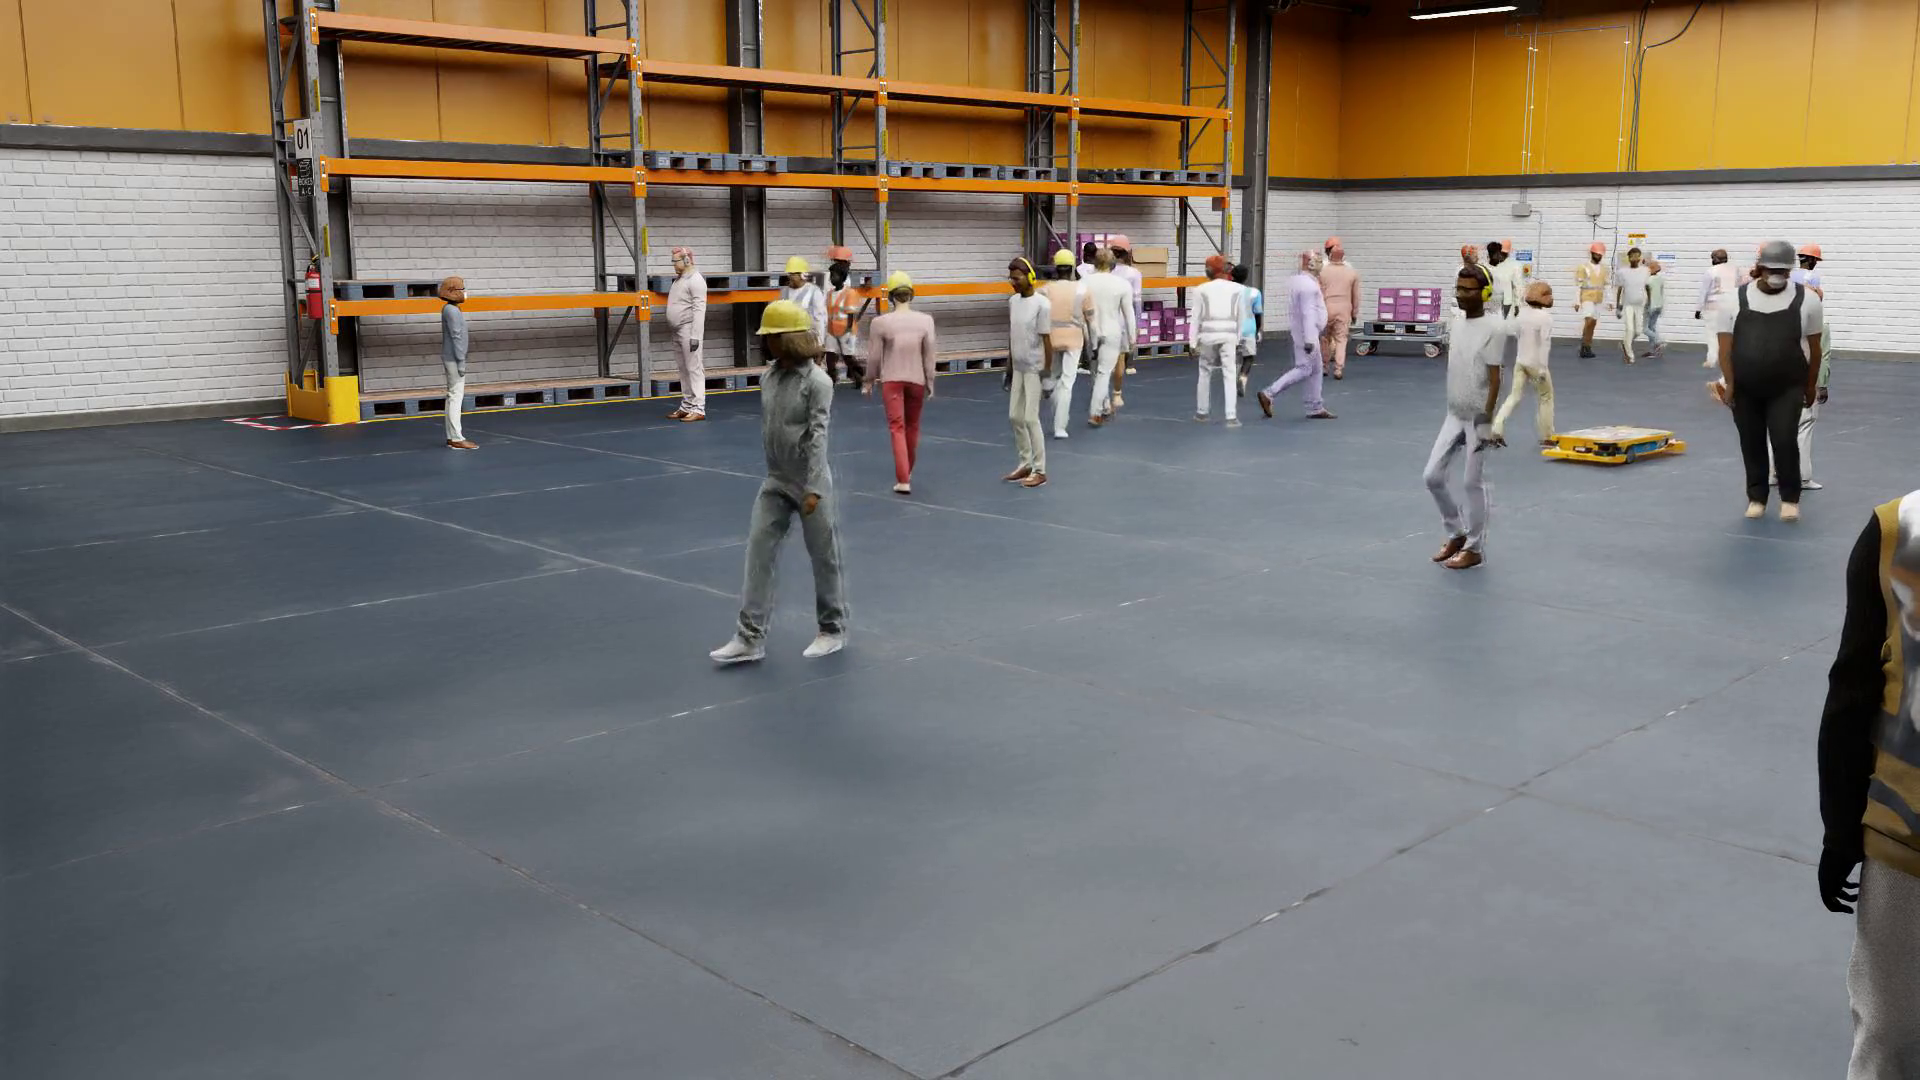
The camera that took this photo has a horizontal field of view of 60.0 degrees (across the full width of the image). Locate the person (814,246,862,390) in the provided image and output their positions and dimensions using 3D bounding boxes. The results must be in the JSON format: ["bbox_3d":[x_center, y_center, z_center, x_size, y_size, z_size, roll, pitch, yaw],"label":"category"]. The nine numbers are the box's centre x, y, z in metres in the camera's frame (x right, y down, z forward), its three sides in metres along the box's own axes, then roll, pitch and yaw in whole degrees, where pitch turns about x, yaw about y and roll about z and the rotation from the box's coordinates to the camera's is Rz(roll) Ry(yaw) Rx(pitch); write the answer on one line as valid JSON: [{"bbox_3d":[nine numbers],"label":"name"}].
[{"bbox_3d":[-1.576,-2.854,21.578,0.558,1.881,1.033,10,14,42],"label":"person"}]

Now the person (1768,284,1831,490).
[{"bbox_3d":[6.700,-1.222,13.303,0.310,1.640,0.514,-5,12,-28],"label":"person"}]

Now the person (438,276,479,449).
[{"bbox_3d":[-4.786,-1.682,15.823,0.279,1.634,0.499,-5,11,-24],"label":"person"}]

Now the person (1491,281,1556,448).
[{"bbox_3d":[5.411,-1.660,15.832,0.835,1.599,0.515,-4,11,-21],"label":"person"}]

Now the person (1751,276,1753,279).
[{"bbox_3d":[11.149,-3.097,23.043,0.571,1.823,0.716,-3,11,-16],"label":"person"}]

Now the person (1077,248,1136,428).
[{"bbox_3d":[1.530,-2.152,17.716,0.651,1.890,1.033,4,11,22],"label":"person"}]

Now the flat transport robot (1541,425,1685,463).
[{"bbox_3d":[5.976,-0.883,15.187,1.431,0.197,0.652,-9,14,-41],"label":"flat transport robot"}]

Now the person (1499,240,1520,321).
[{"bbox_3d":[8.357,-3.703,25.997,0.690,1.934,0.992,7,13,35],"label":"person"}]

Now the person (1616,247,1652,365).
[{"bbox_3d":[10.616,-3.696,26.240,0.545,1.840,0.633,1,10,4],"label":"person"}]

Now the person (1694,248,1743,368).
[{"bbox_3d":[11.626,-3.550,25.497,0.660,1.820,0.436,-2,11,-12],"label":"person"}]

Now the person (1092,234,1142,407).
[{"bbox_3d":[1.827,-2.562,19.544,0.648,2.029,0.469,5,11,23],"label":"person"}]

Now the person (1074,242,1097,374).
[{"bbox_3d":[1.913,-3.398,24.410,0.591,1.919,0.391,-8,13,-37],"label":"person"}]

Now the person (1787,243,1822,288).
[{"bbox_3d":[10.132,-2.598,20.019,0.372,1.928,0.543,-3,11,-17],"label":"person"}]

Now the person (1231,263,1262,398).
[{"bbox_3d":[3.435,-2.563,20.481,0.541,1.679,0.634,3,11,18],"label":"person"}]

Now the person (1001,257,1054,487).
[{"bbox_3d":[0.573,-1.357,13.459,0.473,1.851,0.605,-7,13,-35],"label":"person"}]

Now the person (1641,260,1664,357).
[{"bbox_3d":[11.482,-3.817,27.520,0.534,1.608,0.454,-7,12,-33],"label":"person"}]

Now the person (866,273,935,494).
[{"bbox_3d":[-0.487,-1.255,13.251,0.532,1.720,0.813,-3,11,-16],"label":"person"}]

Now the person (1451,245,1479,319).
[{"bbox_3d":[7.004,-3.140,23.102,0.358,1.882,0.574,4,11,20],"label":"person"}]

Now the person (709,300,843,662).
[{"bbox_3d":[-0.838,-0.252,7.807,0.504,1.712,0.799,8,13,37],"label":"person"}]

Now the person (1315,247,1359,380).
[{"bbox_3d":[5.329,-3.219,23.626,0.667,1.851,0.997,1,10,8],"label":"person"}]

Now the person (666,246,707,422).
[{"bbox_3d":[-3.002,-2.248,18.183,0.409,1.903,0.639,-6,12,-30],"label":"person"}]

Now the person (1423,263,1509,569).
[{"bbox_3d":[3.063,-0.725,10.010,0.421,1.855,0.524,-6,12,-29],"label":"person"}]

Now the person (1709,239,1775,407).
[{"bbox_3d":[8.975,-2.401,18.805,0.726,1.979,0.610,4,11,23],"label":"person"}]

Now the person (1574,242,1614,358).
[{"bbox_3d":[10.470,-3.948,27.436,0.559,1.905,0.600,-3,11,-14],"label":"person"}]

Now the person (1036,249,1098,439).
[{"bbox_3d":[1.073,-1.980,16.801,0.605,1.870,1.001,3,11,17],"label":"person"}]

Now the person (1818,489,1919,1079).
[{"bbox_3d":[1.862,0.572,2.963,0.626,1.846,0.429,6,12,30],"label":"person"}]

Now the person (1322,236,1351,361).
[{"bbox_3d":[6.013,-3.891,26.852,0.628,2.013,0.918,-2,11,-8],"label":"person"}]

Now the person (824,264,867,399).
[{"bbox_3d":[-1.432,-2.580,20.610,0.536,1.672,0.698,9,14,40],"label":"person"}]

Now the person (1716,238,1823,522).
[{"bbox_3d":[5.705,-1.147,11.801,0.687,2.000,0.618,7,12,32],"label":"person"}]

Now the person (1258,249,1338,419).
[{"bbox_3d":[3.743,-2.252,18.283,0.821,1.879,0.647,1,10,7],"label":"person"}]

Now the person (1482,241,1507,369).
[{"bbox_3d":[7.989,-3.565,25.289,0.629,1.940,0.706,-7,13,-35],"label":"person"}]

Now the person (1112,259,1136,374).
[{"bbox_3d":[2.360,-3.341,24.296,0.508,1.846,0.345,3,11,17],"label":"person"}]

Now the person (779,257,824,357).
[{"bbox_3d":[-1.794,-2.276,18.656,0.608,1.789,0.933,7,13,35],"label":"person"}]

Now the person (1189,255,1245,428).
[{"bbox_3d":[2.755,-2.124,17.805,0.604,1.818,0.898,1,10,4],"label":"person"}]
